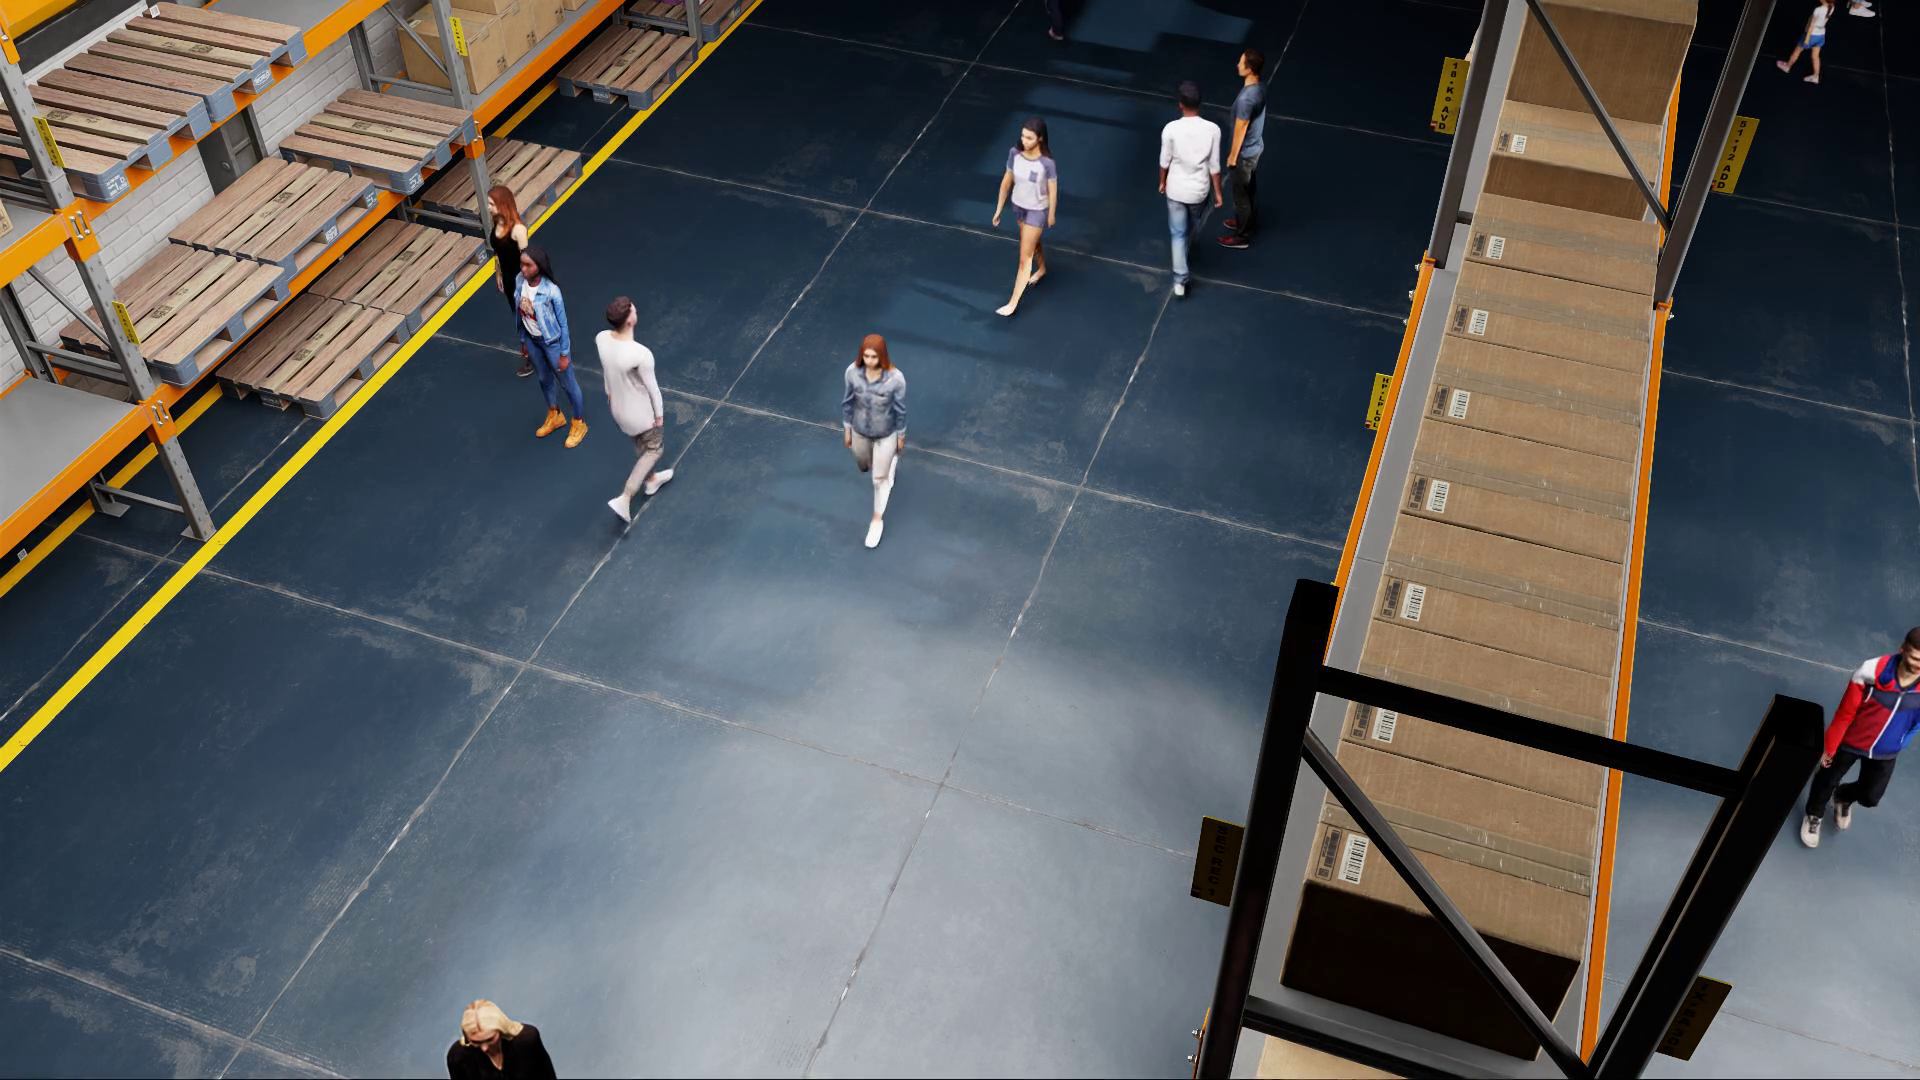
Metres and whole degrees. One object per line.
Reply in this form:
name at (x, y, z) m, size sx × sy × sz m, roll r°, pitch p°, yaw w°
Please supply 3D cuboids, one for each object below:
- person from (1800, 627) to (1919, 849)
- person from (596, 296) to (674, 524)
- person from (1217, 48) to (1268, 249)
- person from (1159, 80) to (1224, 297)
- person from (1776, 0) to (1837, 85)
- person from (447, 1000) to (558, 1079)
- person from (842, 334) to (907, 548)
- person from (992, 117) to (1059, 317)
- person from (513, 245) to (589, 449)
person at (5.292, 1.098, 9.732) m, size 0.634 × 1.747 × 0.634 m, roll 12°, pitch 45°, yaw 12°
person at (-2.349, -0.910, 11.785) m, size 0.838 × 1.823 × 1.068 m, roll 25°, pitch 49°, yaw 24°
person at (2.491, -3.396, 14.407) m, size 0.693 × 1.804 × 0.477 m, roll 13°, pitch 45°, yaw 13°
person at (1.897, -2.881, 13.910) m, size 0.967 × 1.744 × 1.260 m, roll 2°, pitch 44°, yaw 2°
person at (8.653, -5.084, 16.763) m, size 0.705 × 0.999 × 0.767 m, roll -18°, pitch 47°, yaw -18°
person at (-2.127, 2.723, 7.957) m, size 0.695 × 1.842 × 0.748 m, roll -16°, pitch 46°, yaw -16°
person at (-0.585, -0.804, 11.775) m, size 0.611 × 1.682 × 1.016 m, roll 12°, pitch 45°, yaw 13°
person at (0.626, -2.767, 13.834) m, size 0.811 × 1.685 × 1.172 m, roll 27°, pitch 50°, yaw 25°
person at (-3.080, -1.462, 12.445) m, size 0.632 × 1.711 × 0.564 m, roll 21°, pitch 48°, yaw 21°
